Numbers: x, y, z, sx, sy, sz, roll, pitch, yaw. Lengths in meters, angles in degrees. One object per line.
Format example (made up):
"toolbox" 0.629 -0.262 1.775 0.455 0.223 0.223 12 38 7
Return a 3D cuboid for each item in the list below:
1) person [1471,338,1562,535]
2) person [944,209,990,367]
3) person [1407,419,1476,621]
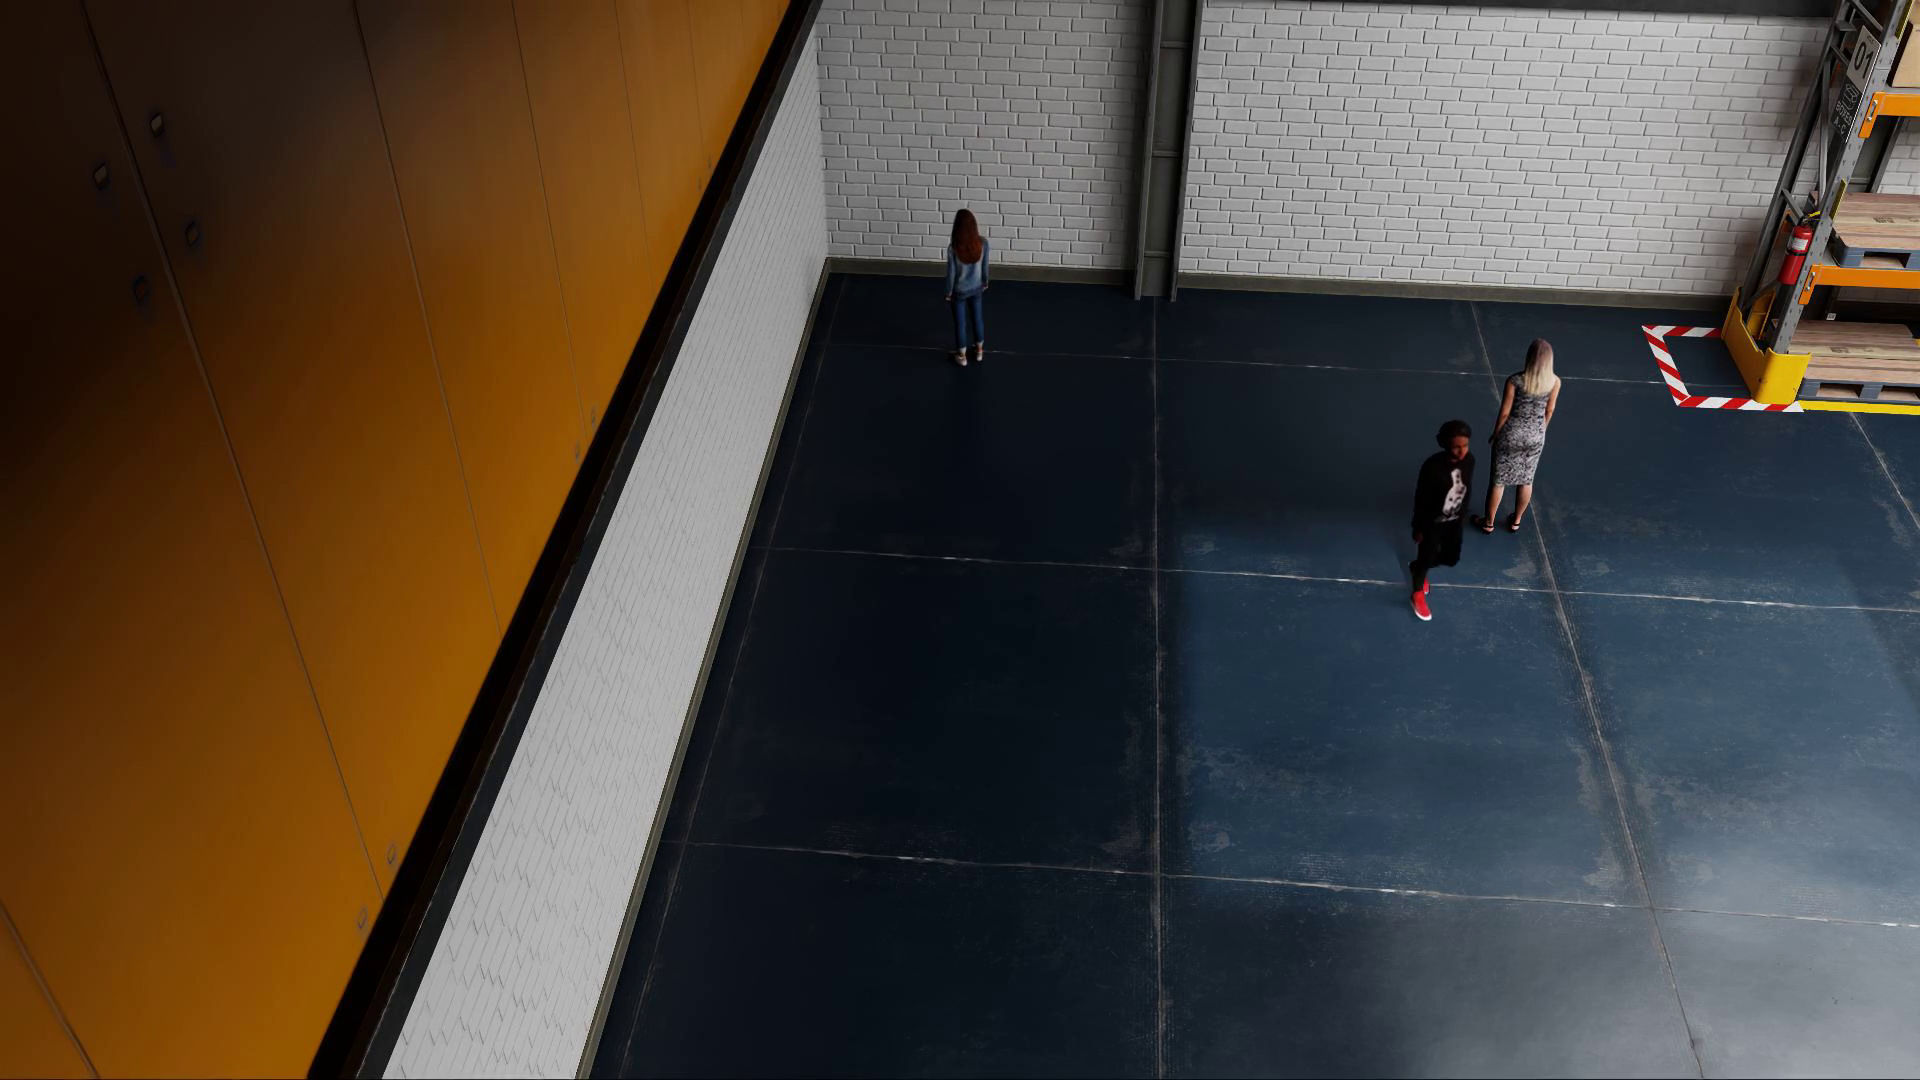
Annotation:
"person" 4.232 -0.765 12.584 0.453 1.705 0.640 0 39 0
"person" 0.060 -2.215 14.582 0.593 1.476 0.703 -17 42 -20
"person" 3.393 -0.197 11.903 0.724 1.666 0.784 -11 40 -13
